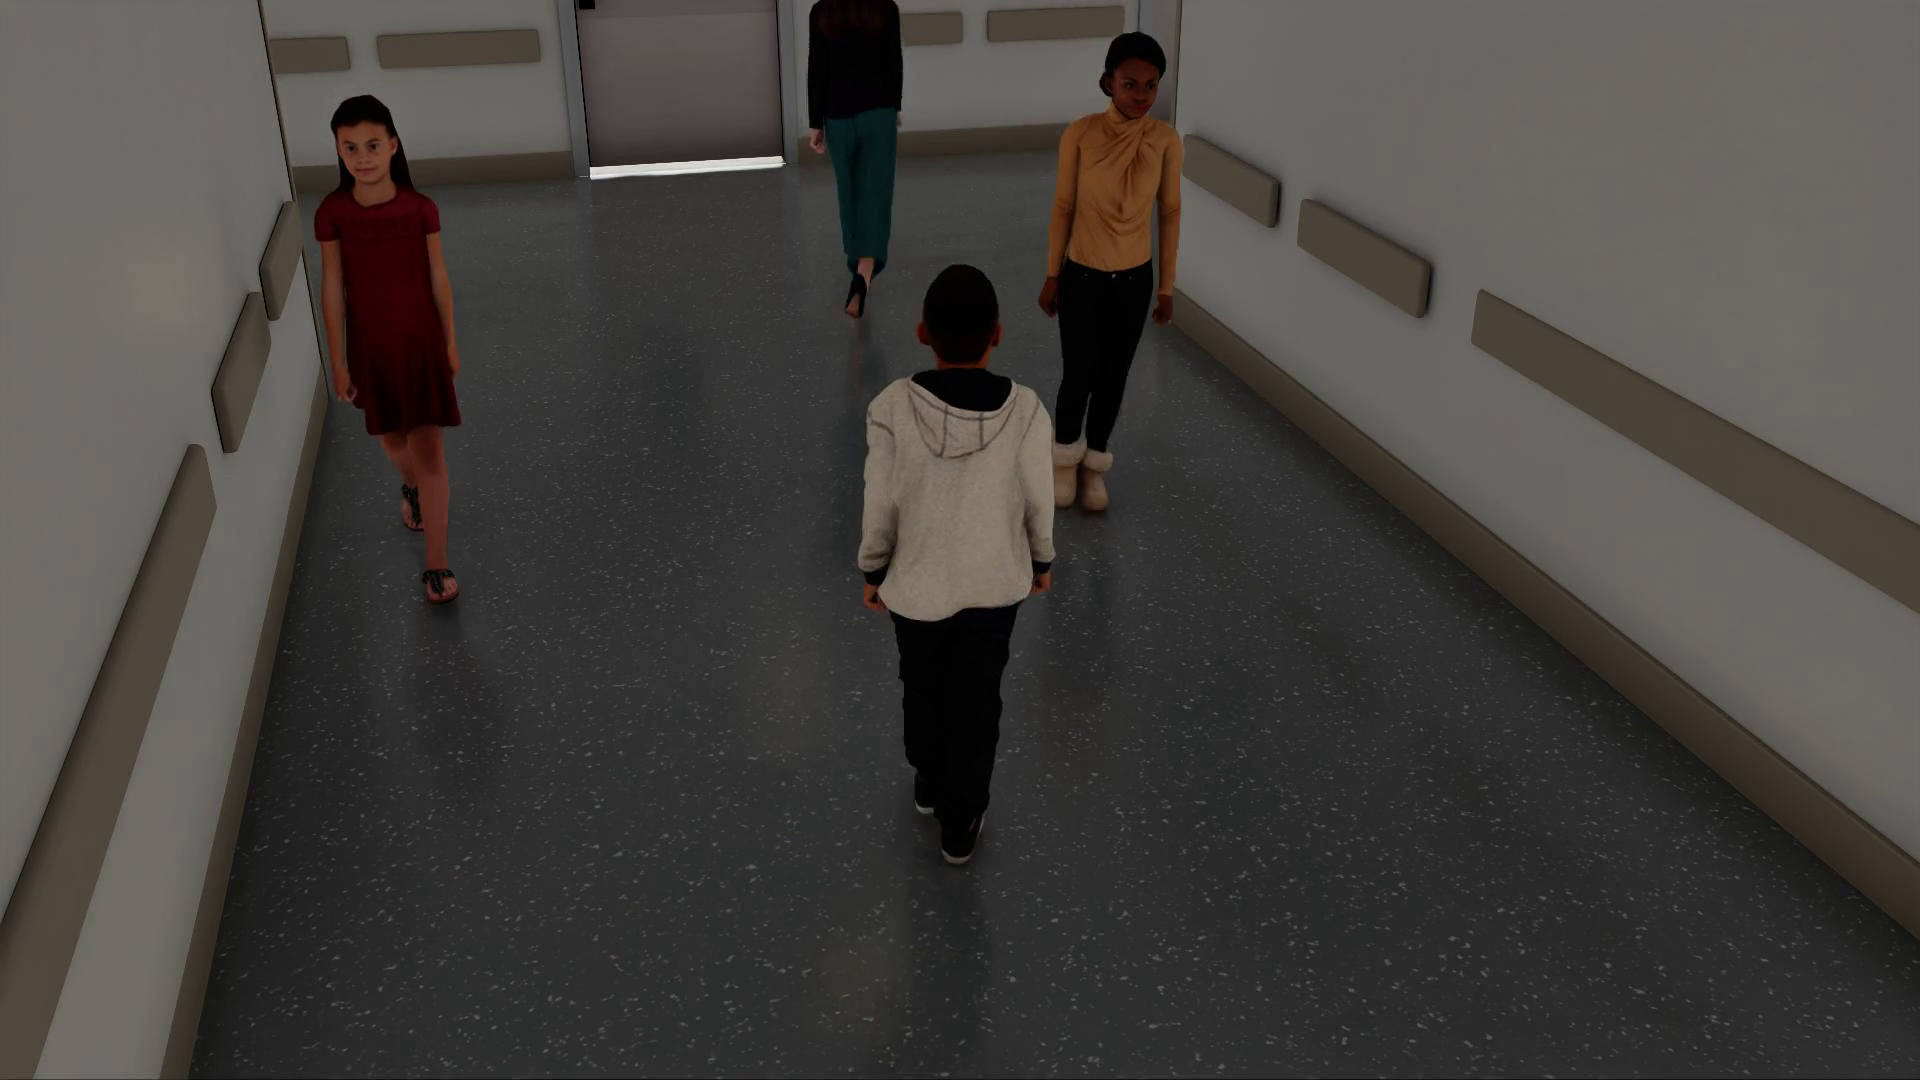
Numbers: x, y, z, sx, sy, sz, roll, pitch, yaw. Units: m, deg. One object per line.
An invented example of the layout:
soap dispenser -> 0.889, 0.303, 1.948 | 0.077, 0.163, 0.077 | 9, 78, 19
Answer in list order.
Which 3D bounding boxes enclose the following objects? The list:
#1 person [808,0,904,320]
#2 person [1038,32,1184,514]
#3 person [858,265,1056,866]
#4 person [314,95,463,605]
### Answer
person -> -0.448, -1.811, 7.523 | 1.141, 1.691, 0.905 | 2, 26, 4
person -> 0.494, -0.910, 5.706 | 0.568, 1.646, 0.708 | -2, 26, -3
person -> -0.021, 0.114, 3.816 | 0.698, 1.444, 0.776 | 3, 26, 7
person -> -1.780, -0.625, 5.260 | 0.987, 1.522, 0.618 | -7, 27, -14
